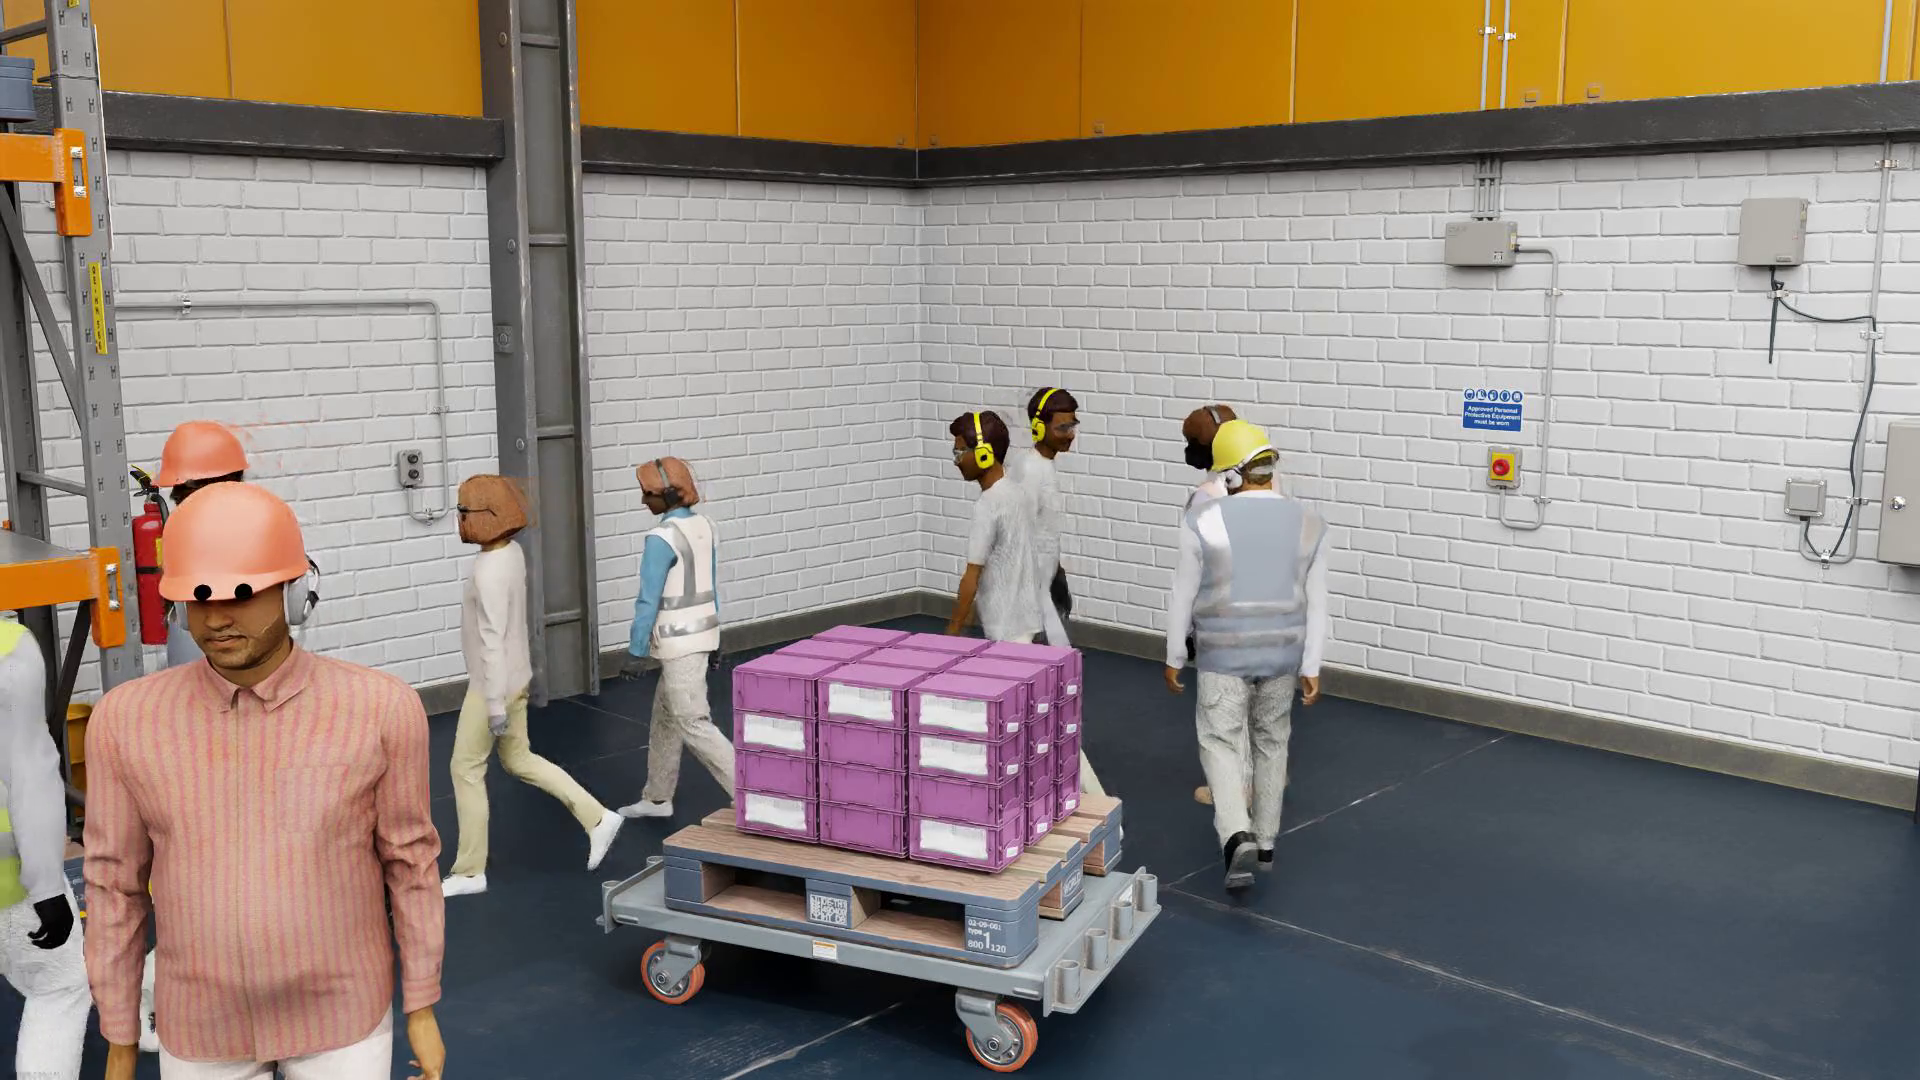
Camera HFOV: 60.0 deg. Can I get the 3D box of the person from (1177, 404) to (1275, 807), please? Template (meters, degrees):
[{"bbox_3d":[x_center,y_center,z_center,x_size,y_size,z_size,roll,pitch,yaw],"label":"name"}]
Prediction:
[{"bbox_3d":[1.151,0.300,7.222,0.432,1.801,0.696,5,11,28],"label":"person"}]

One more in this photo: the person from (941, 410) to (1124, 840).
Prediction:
[{"bbox_3d":[0.200,0.387,6.695,1.011,1.811,0.540,2,9,12],"label":"person"}]

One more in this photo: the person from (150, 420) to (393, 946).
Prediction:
[{"bbox_3d":[-2.347,0.532,5.554,0.555,1.890,1.022,8,12,39],"label":"person"}]

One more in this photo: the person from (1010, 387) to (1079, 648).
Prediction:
[{"bbox_3d":[0.355,0.234,7.473,0.389,1.846,0.546,0,9,-1],"label":"person"}]

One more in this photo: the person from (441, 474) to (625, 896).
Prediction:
[{"bbox_3d":[-1.681,0.546,6.282,0.698,1.613,0.500,0,9,-2],"label":"person"}]

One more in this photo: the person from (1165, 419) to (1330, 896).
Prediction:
[{"bbox_3d":[1.110,0.453,6.299,0.606,1.799,0.715,-1,9,-8],"label":"person"}]

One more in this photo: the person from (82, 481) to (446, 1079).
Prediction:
[{"bbox_3d":[-1.273,0.876,3.080,0.623,1.992,0.397,-2,10,-13],"label":"person"}]

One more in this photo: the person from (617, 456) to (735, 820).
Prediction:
[{"bbox_3d":[-1.098,0.447,6.895,0.766,1.606,0.512,2,9,10],"label":"person"}]

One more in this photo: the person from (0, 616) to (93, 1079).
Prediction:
[{"bbox_3d":[-2.418,0.807,4.039,0.639,1.821,0.540,0,9,2],"label":"person"}]

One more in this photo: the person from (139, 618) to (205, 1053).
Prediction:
[{"bbox_3d":[-2.289,0.758,4.992,0.550,1.611,0.532,-6,11,-33],"label":"person"}]
